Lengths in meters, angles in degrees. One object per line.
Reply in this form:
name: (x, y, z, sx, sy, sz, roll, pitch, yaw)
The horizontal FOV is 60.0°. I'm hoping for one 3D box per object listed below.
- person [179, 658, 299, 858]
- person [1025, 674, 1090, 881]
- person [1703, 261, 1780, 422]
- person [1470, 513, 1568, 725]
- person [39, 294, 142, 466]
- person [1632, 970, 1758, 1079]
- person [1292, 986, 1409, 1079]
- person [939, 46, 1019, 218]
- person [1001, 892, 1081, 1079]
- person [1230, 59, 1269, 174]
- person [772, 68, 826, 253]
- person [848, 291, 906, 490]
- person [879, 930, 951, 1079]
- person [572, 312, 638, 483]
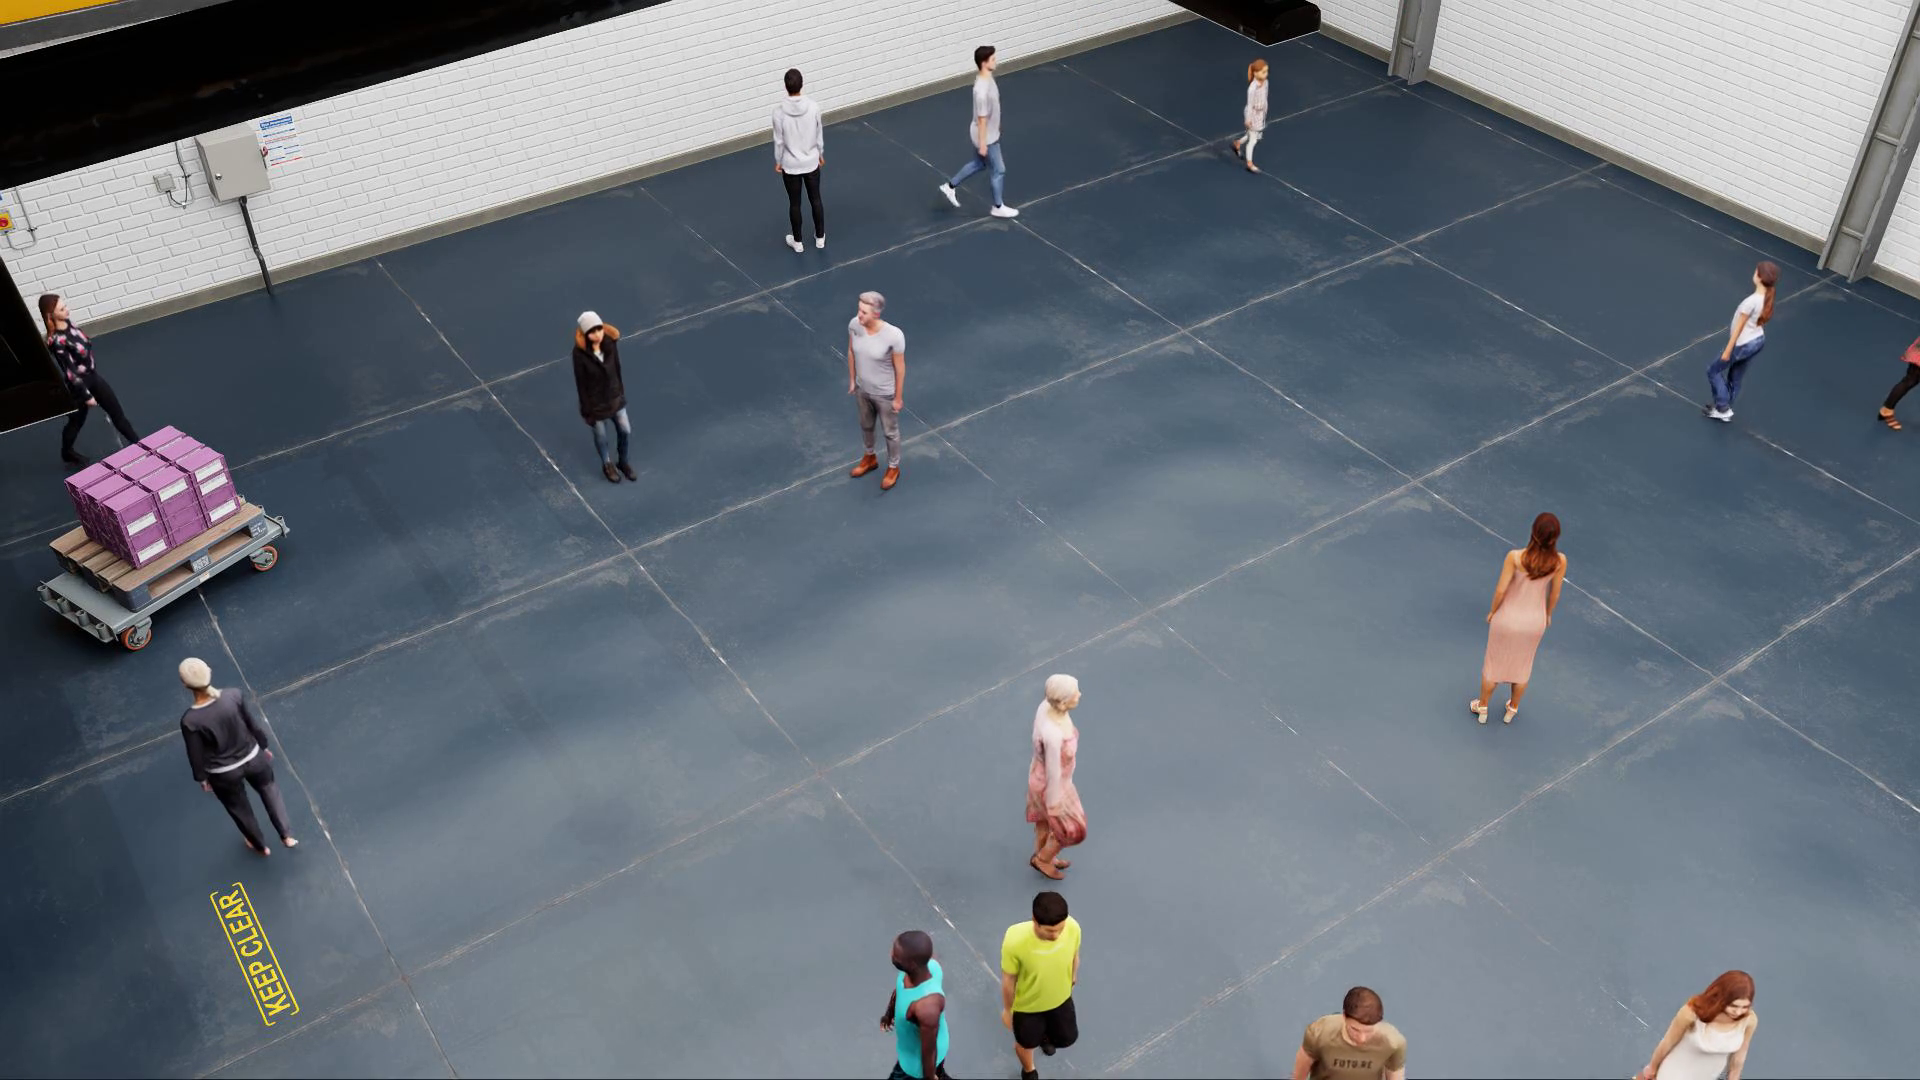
person: (-4.533, 1.422, 10.472, 0.754, 1.718, 0.702, 32, 48, 33)
person: (0.510, 1.504, 10.400, 0.812, 1.682, 0.727, -1, 39, -1)
person: (6.882, -1.687, 14.499, 0.570, 1.552, 0.581, -21, 43, -24)
person: (3.861, 0.553, 11.470, 0.653, 1.832, 0.698, 4, 39, 4)
person: (-7.440, -1.291, 13.933, 1.017, 1.639, 1.109, -3, 39, -4)
person: (3.872, 2.750, 8.860, 1.068, 1.655, 1.220, 3, 39, 4)
person: (1.990, 2.815, 8.646, 1.043, 1.821, 1.141, 1, 39, 1)
person: (0.185, -4.282, 17.502, 1.146, 1.859, 1.143, 2, 39, 3)
person: (0.409, 2.437, 9.222, 0.751, 1.693, 0.829, -11, 40, -13)
person: (3.235, -4.757, 18.546, 0.766, 1.298, 0.628, 29, 47, 31)
person: (-1.617, -3.854, 16.910, 0.741, 1.929, 0.689, -12, 40, -15)
person: (-0.680, -1.272, 13.757, 0.644, 1.828, 0.820, 22, 43, 25)
person: (-0.099, 2.683, 8.837, 0.862, 1.788, 0.825, -1, 39, -2)
person: (-3.015, -1.203, 13.836, 0.614, 1.623, 0.601, -24, 44, -27)
